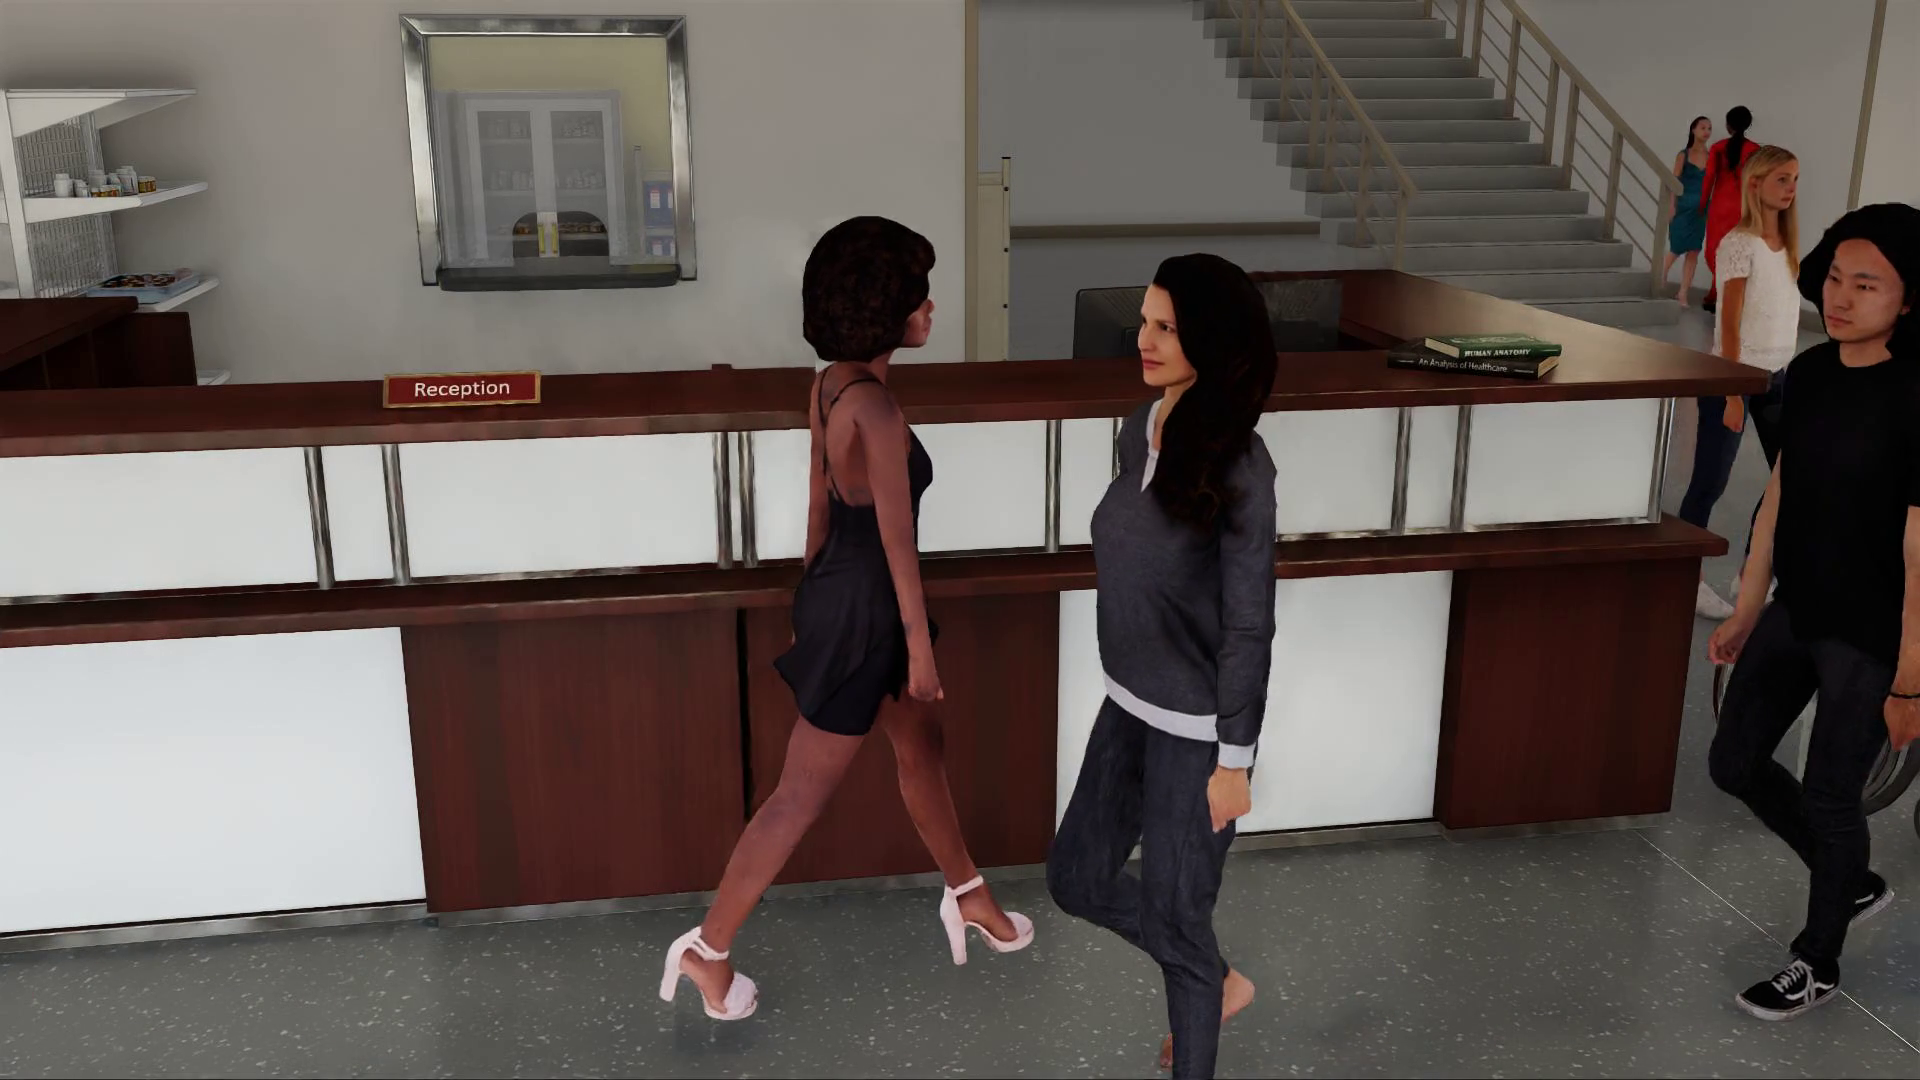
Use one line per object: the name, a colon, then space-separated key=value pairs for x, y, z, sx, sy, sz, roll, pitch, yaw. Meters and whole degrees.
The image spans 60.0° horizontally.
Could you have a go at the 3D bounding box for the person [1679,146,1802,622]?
person: x=2.913 y=-0.586 z=6.371 sx=0.762 sy=1.801 sz=0.791 roll=-10 pitch=19 yaw=-31

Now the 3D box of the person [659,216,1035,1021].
person: x=-0.305 y=0.250 z=3.522 sx=0.711 sy=1.738 sz=1.085 roll=-5 pitch=17 yaw=-18

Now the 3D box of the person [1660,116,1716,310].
person: x=6.471 y=-2.910 z=14.848 sx=0.601 sy=1.675 sz=0.763 roll=-1 pitch=16 yaw=-4

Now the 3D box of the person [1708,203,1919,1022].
person: x=1.980 y=0.176 z=3.619 sx=0.702 sy=1.816 sz=0.634 roll=-2 pitch=16 yaw=-9

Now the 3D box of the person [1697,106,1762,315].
person: x=6.548 y=-2.748 z=14.119 sx=0.650 sy=1.759 sz=1.052 roll=-1 pitch=16 yaw=-4

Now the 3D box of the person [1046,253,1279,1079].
person: x=0.480 y=0.333 z=3.186 sx=0.778 sy=1.760 sz=0.718 roll=-8 pitch=18 yaw=-26
